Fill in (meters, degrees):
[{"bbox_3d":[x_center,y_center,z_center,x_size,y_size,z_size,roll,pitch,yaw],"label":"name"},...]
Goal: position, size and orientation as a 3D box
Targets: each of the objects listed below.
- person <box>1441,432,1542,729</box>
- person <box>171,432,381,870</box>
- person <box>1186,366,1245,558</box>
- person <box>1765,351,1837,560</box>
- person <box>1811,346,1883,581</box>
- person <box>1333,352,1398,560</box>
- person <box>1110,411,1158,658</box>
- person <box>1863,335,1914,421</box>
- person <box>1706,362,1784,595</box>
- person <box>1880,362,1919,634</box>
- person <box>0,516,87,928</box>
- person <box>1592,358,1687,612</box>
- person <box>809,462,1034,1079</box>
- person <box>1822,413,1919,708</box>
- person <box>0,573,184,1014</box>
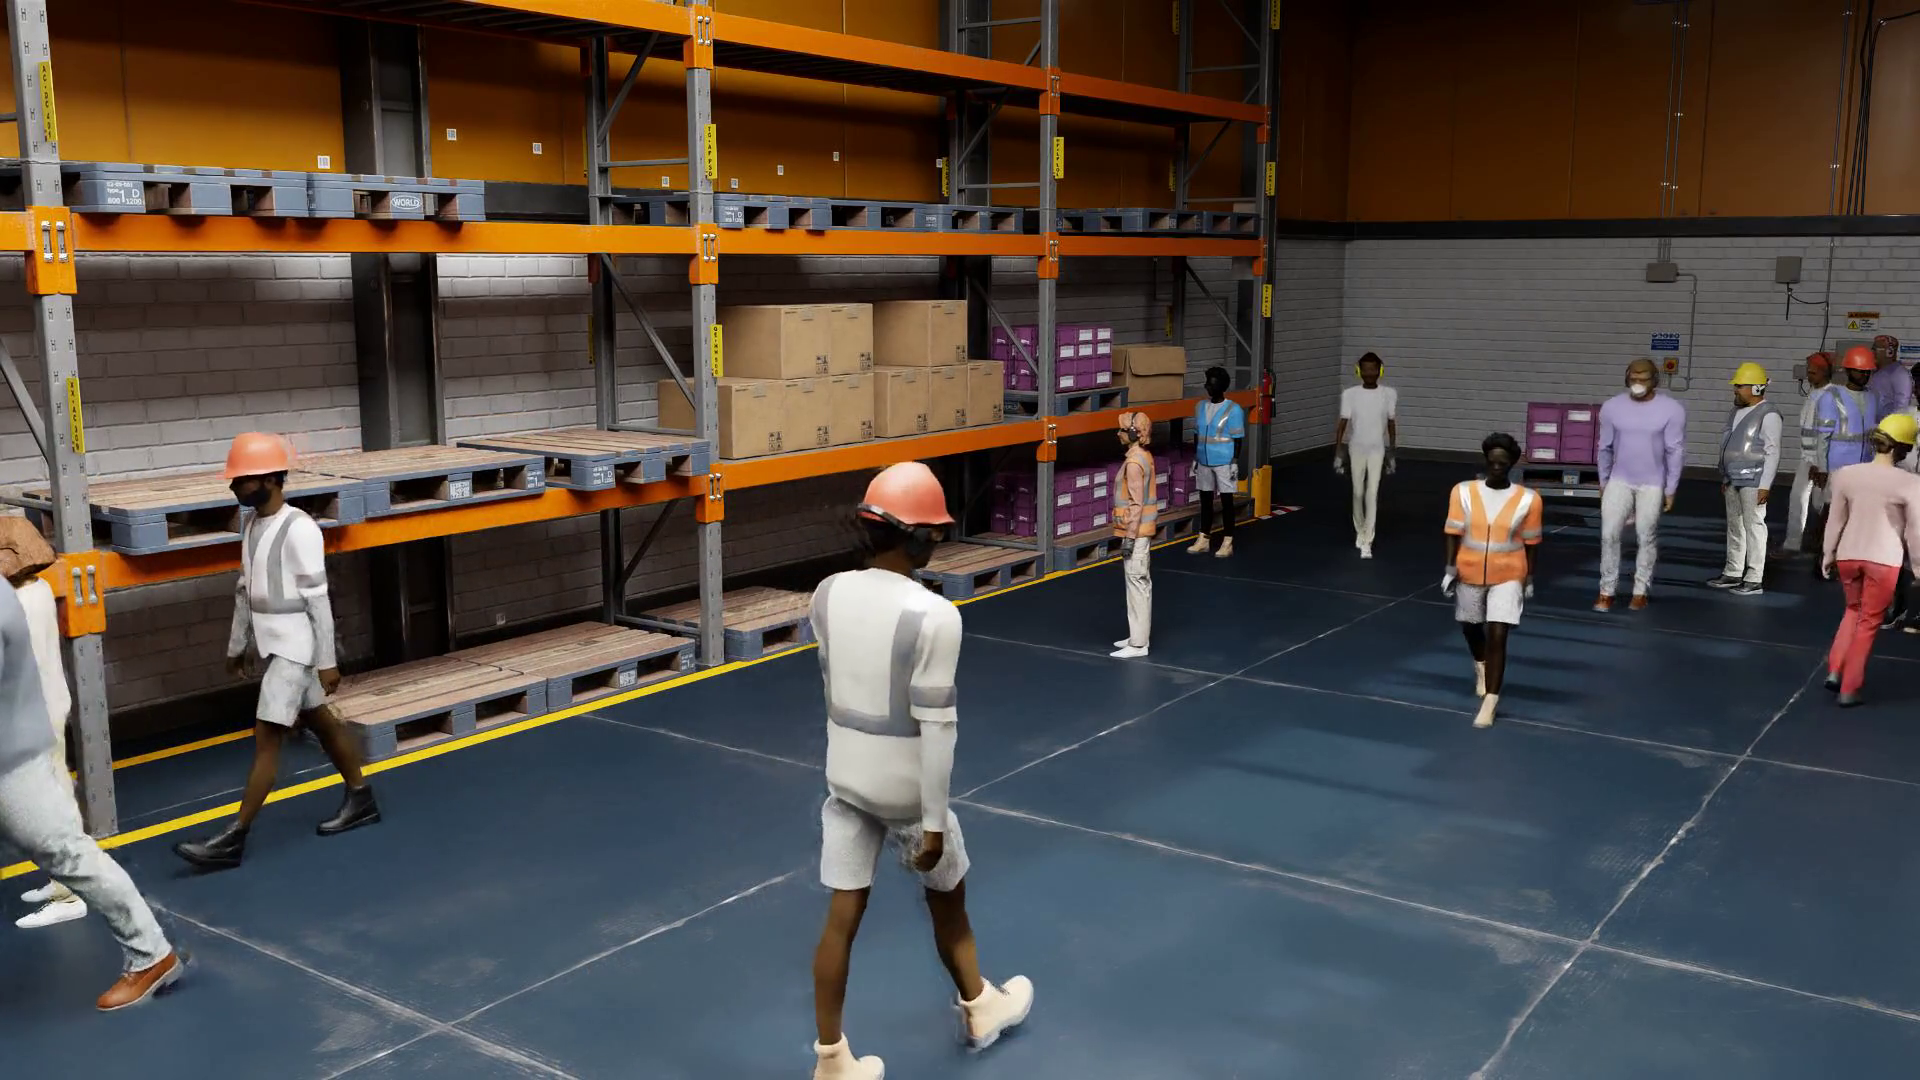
[{"bbox_3d":[3.076,0.191,9.607,0.529,1.670,0.810,5,11,28],"label":"person"},{"bbox_3d":[-3.035,0.467,7.338,1.001,1.881,0.574,-9,13,-43],"label":"person"},{"bbox_3d":[2.279,-0.693,14.784,0.322,1.697,0.535,-9,13,-42],"label":"person"},{"bbox_3d":[7.515,-0.705,14.384,0.772,1.859,0.589,1,10,7],"label":"person"},{"bbox_3d":[7.305,-0.621,13.646,0.553,1.935,0.363,-2,10,-9],"label":"person"},{"bbox_3d":[3.636,-0.774,14.926,0.541,1.827,0.977,3,10,16],"label":"person"},{"bbox_3d":[1.158,-0.035,11.039,0.306,1.639,0.523,2,10,11],"label":"person"},{"bbox_3d":[8.964,-1.044,16.256,0.409,1.906,0.652,0,10,0],"label":"person"},{"bbox_3d":[6.205,-0.485,13.148,0.403,1.830,0.601,-1,10,-6],"label":"person"},{"bbox_3d":[6.749,-0.293,11.656,0.504,1.943,0.622,-8,12,-40],"label":"person"},{"bbox_3d":[-3.677,0.713,6.604,0.266,1.631,0.507,-4,10,-24],"label":"person"},{"bbox_3d":[5.008,-0.386,12.341,0.637,1.910,0.763,6,12,34],"label":"person"},{"bbox_3d":[-0.159,0.742,5.330,0.637,1.994,0.995,7,12,37],"label":"person"},{"bbox_3d":[5.359,0.128,9.753,0.436,1.743,0.531,-6,11,-32],"label":"person"},{"bbox_3d":[-3.254,0.757,5.659,1.061,1.876,0.674,-6,11,-34],"label":"person"}]
